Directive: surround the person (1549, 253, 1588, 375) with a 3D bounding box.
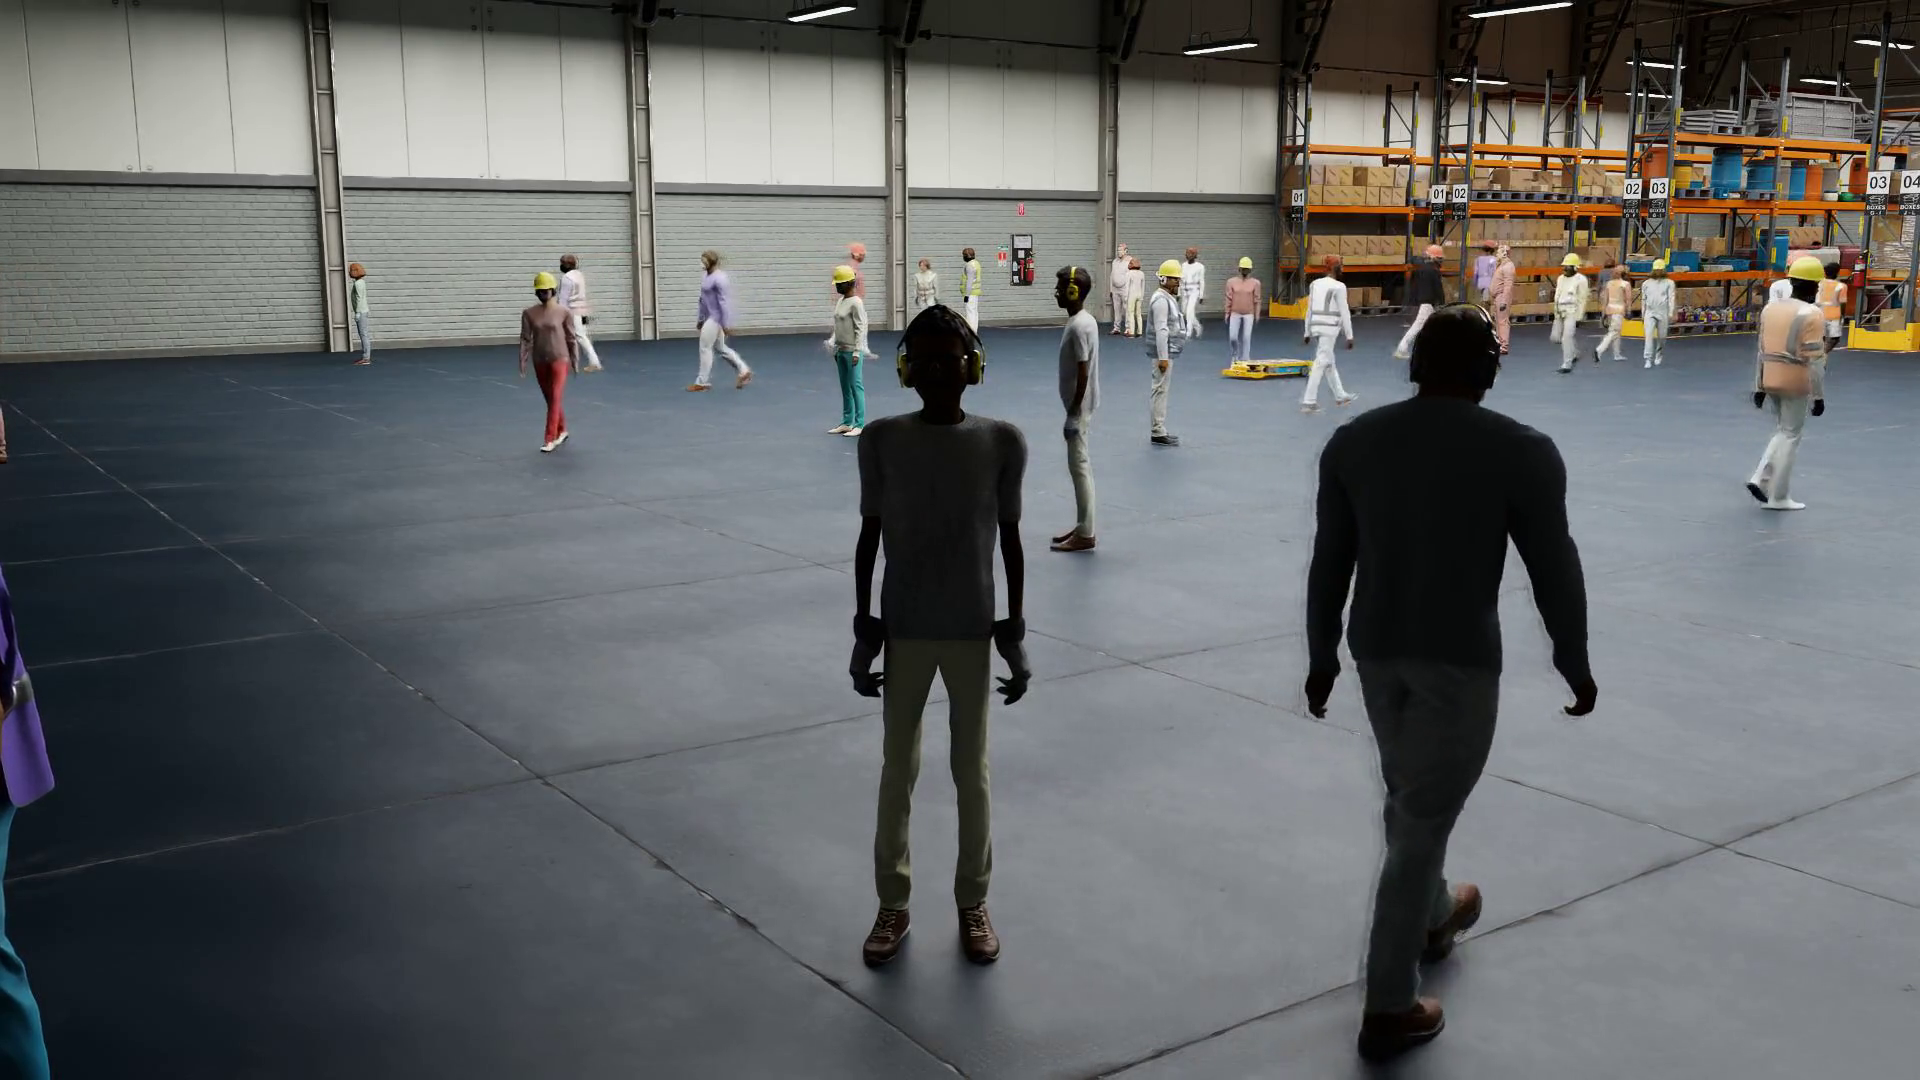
[{"bbox_3d":[9.112,-3.377,24.885,0.441,1.812,0.611,-4,11,-19],"label":"person"}]

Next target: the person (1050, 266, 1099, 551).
[{"bbox_3d":[0.757,-0.855,10.920,0.310,1.868,0.533,1,10,8],"label":"person"}]

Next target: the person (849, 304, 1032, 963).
[{"bbox_3d":[-0.054,0.275,4.715,0.521,1.874,0.328,0,10,0],"label":"person"}]

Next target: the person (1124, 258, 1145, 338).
[{"bbox_3d":[3.567,-4.948,34.027,0.510,1.626,0.282,-7,13,-34],"label":"person"}]

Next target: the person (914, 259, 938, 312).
[{"bbox_3d":[-0.661,-4.953,34.073,0.526,1.612,0.623,4,11,23],"label":"person"}]

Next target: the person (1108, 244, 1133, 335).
[{"bbox_3d":[3.393,-5.241,34.859,0.651,1.906,0.409,9,14,42],"label":"person"}]

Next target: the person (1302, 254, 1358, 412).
[{"bbox_3d":[4.426,-2.430,19.605,0.940,1.840,0.610,-5,11,-24],"label":"person"}]

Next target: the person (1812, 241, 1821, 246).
[{"bbox_3d":[23.051,-7.106,44.969,0.514,1.942,0.633,-8,13,-36],"label":"person"}]

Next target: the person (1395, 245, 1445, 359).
[{"bbox_3d":[7.844,-3.995,28.019,1.097,1.934,0.599,-1,10,-5],"label":"person"}]

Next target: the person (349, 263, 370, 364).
[{"bbox_3d":[-9.745,-3.669,26.987,0.279,1.633,0.501,-3,11,-14],"label":"person"}]

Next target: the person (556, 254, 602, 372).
[{"bbox_3d":[-5.906,-3.446,25.334,0.950,1.798,0.641,1,10,5],"label":"person"}]

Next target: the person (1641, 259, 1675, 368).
[{"bbox_3d":[11.040,-3.591,26.328,0.495,1.718,0.736,5,11,26],"label":"person"}]

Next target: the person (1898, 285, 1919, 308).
[{"bbox_3d":[19.205,-4.989,33.434,0.625,1.931,0.375,5,11,25],"label":"person"}]

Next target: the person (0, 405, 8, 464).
[{"bbox_3d":[-8.912,-1.621,15.019,0.403,1.904,0.652,-8,13,-39],"label":"person"}]

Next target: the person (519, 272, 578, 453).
[{"bbox_3d":[-3.996,-1.743,16.210,0.540,1.720,0.916,1,10,7],"label":"person"}]

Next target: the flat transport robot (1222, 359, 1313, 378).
[{"bbox_3d":[4.628,-2.542,24.547,1.431,0.197,0.652,-7,12,-33],"label":"flat transport robot"}]

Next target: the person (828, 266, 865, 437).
[{"bbox_3d":[-1.172,-1.952,17.237,0.322,1.761,0.522,-6,12,-30],"label":"person"}]

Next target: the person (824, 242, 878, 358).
[{"bbox_3d":[-1.843,-4.022,28.034,0.830,1.971,0.628,0,10,2],"label":"person"}]

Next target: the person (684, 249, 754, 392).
[{"bbox_3d":[-3.224,-2.936,22.252,0.951,1.912,0.628,-4,11,-23],"label":"person"}]

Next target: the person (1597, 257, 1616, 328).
[{"bbox_3d":[14.558,-5.563,37.431,0.686,1.608,0.505,-9,14,-42],"label":"person"}]

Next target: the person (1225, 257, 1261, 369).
[{"bbox_3d":[4.330,-3.447,25.447,0.545,1.750,0.399,2,11,10],"label":"person"}]

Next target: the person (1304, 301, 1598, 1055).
[{"bbox_3d":[1.279,0.325,4.406,0.668,1.878,0.950,10,14,43],"label":"person"}]

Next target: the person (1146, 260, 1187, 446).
[{"bbox_3d":[2.045,-1.854,16.506,0.404,1.829,0.592,2,11,11],"label":"person"}]

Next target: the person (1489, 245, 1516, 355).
[{"bbox_3d":[9.489,-4.204,29.173,0.408,1.908,0.644,1,10,7],"label":"person"}]

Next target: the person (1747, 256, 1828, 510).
[{"bbox_3d":[6.253,-1.162,12.483,0.420,1.908,0.606,-2,11,-13],"label":"person"}]

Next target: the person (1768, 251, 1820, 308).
[{"bbox_3d":[9.960,-2.502,19.906,0.564,1.888,0.986,5,11,25],"label":"person"}]

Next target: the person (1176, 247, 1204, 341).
[{"bbox_3d":[4.629,-4.890,33.065,0.730,1.860,0.588,-10,14,-44],"label":"person"}]

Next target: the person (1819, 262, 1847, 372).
[{"bbox_3d":[13.115,-3.366,25.181,0.474,1.683,0.546,-9,13,-39],"label":"person"}]

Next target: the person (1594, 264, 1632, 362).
[{"bbox_3d":[10.790,-3.740,27.448,0.743,1.608,0.524,-4,11,-19],"label":"person"}]

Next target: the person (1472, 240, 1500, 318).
[{"bbox_3d":[11.534,-5.590,36.529,1.044,2.003,0.618,-6,12,-31],"label":"person"}]

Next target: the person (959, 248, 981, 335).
[{"bbox_3d":[0.193,-4.902,33.188,0.429,1.841,0.621,2,11,13],"label":"person"}]

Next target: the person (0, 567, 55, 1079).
[{"bbox_3d":[-2.043,0.540,3.338,0.373,1.840,0.572,-10,14,-43],"label":"person"}]
